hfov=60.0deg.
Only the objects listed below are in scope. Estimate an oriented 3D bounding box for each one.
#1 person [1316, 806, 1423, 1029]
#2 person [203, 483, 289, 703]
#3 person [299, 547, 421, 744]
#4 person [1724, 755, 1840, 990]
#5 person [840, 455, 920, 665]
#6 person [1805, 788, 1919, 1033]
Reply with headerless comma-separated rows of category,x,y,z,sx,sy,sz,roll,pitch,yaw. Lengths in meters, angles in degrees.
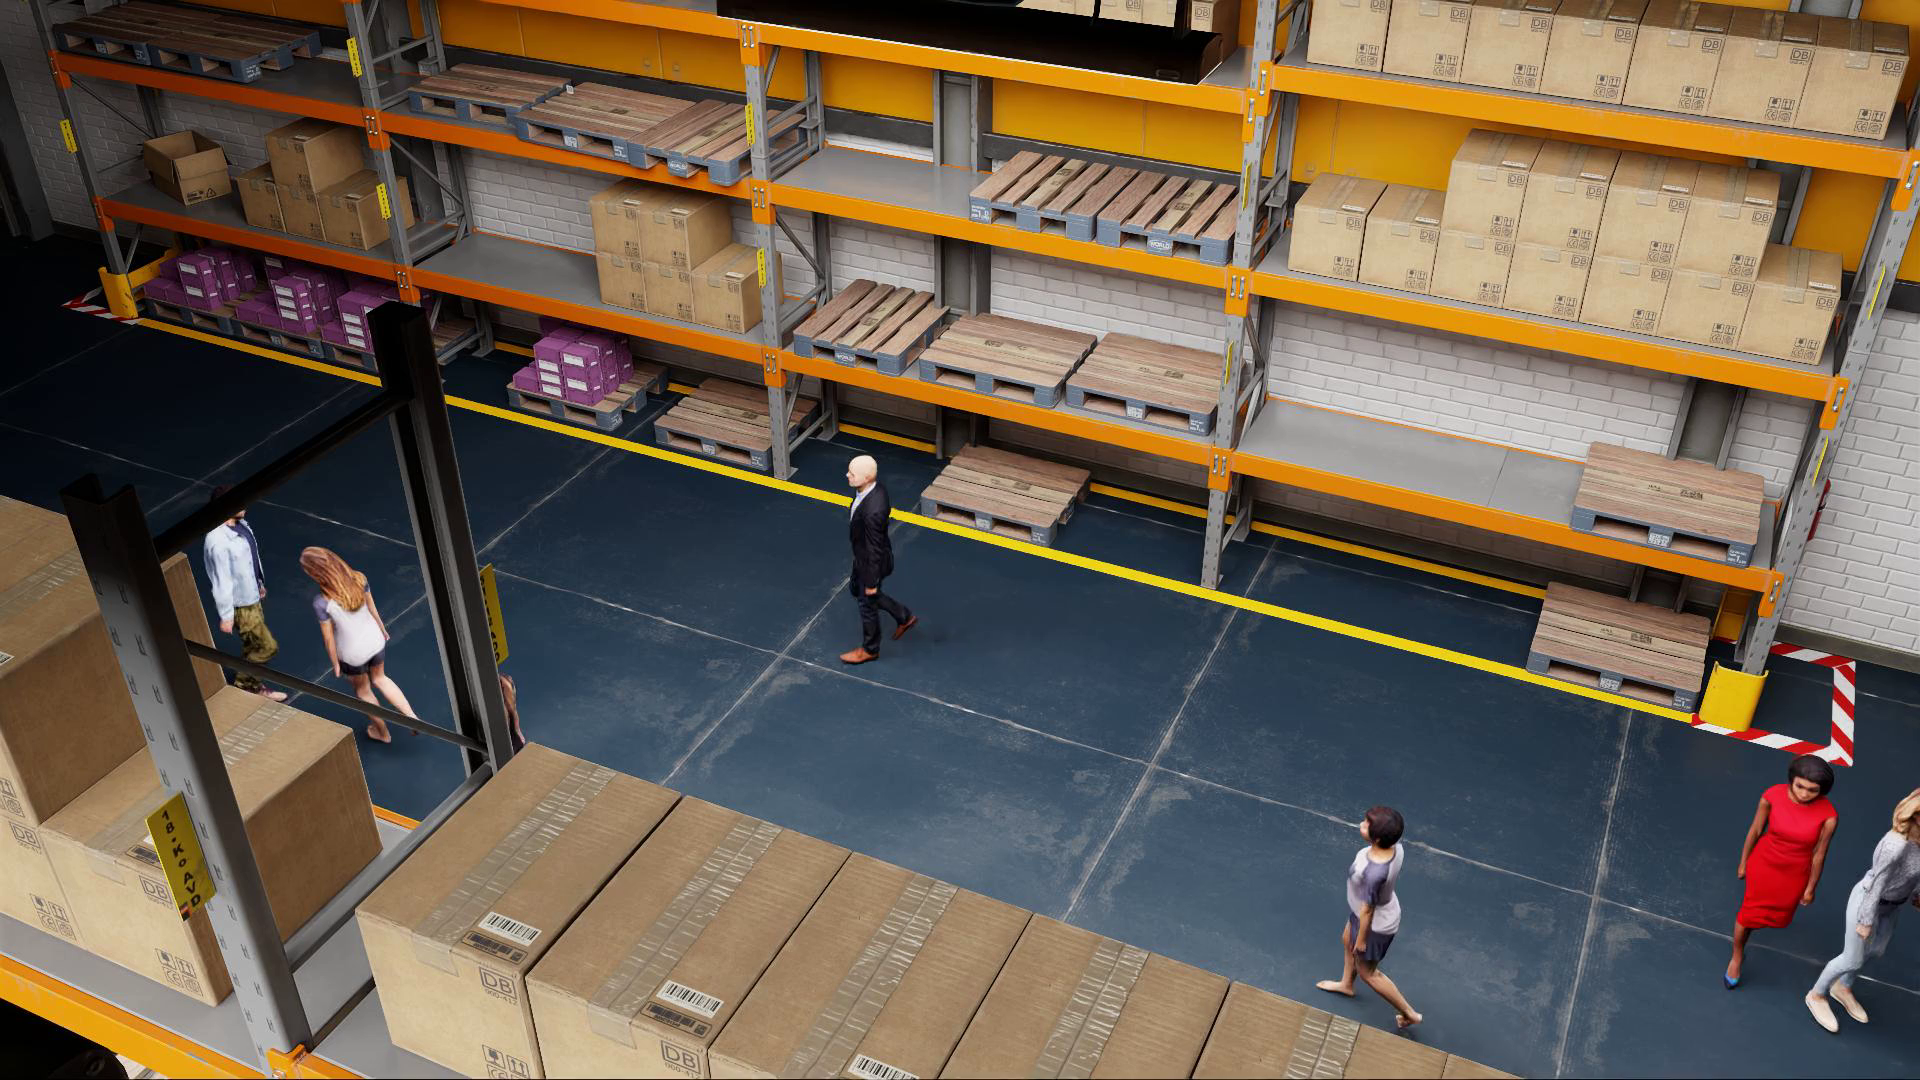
person,2.410,2.156,9.444,0.871,1.545,0.586,18,38,25
person,-5.193,0.430,11.819,0.901,1.790,0.885,-1,34,-1
person,-4.048,0.779,11.376,0.824,1.700,0.711,23,40,31
person,4.796,1.884,9.690,0.857,1.726,0.720,20,39,27
person,-0.579,0.131,12.268,1.027,1.790,0.947,-4,34,-7
person,5.147,2.058,9.380,0.727,1.779,0.736,-21,39,-29
